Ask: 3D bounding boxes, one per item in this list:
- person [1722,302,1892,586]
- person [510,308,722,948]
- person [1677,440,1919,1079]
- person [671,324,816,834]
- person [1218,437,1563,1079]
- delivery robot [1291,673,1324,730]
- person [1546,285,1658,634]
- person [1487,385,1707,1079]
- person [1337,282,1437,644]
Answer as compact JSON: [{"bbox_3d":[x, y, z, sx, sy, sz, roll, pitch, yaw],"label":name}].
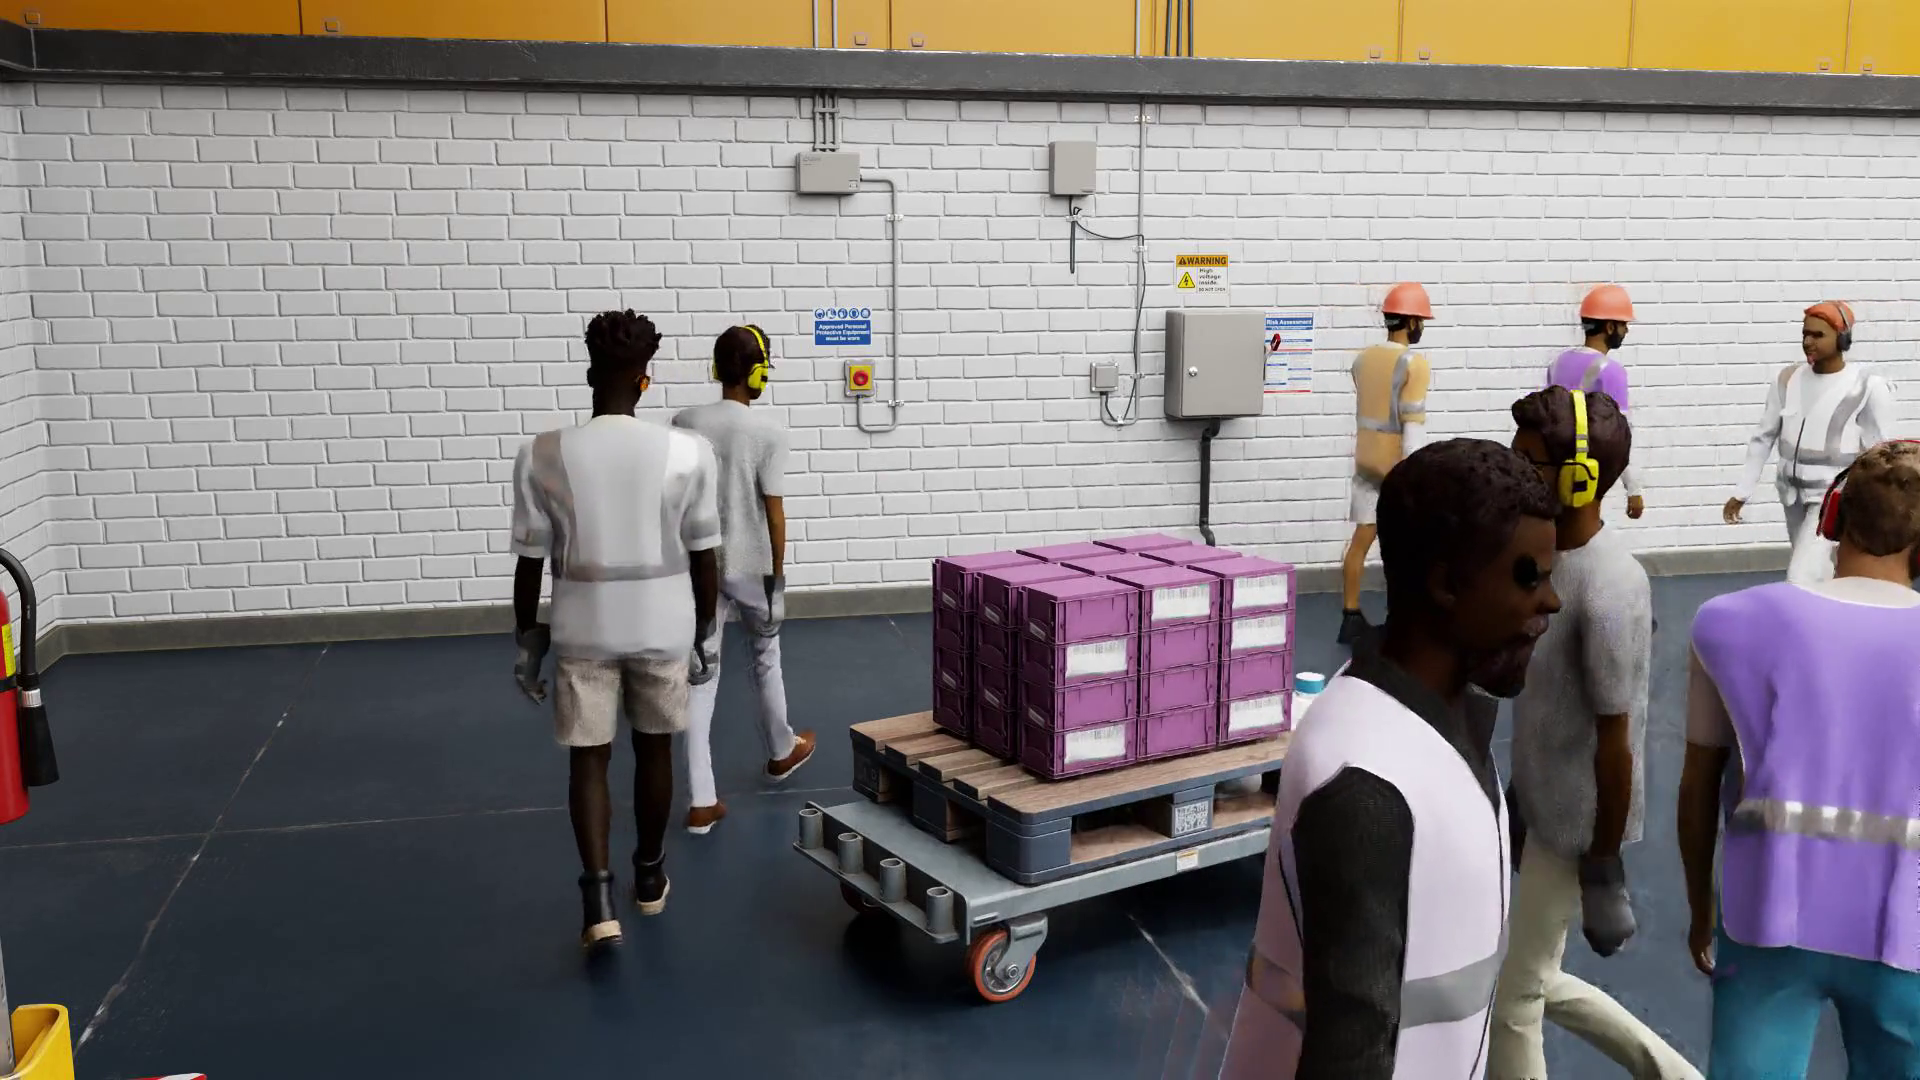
[{"bbox_3d":[3.878,-0.168,7.715,0.949,1.834,0.578,-4,11,-20],"label":"person"},{"bbox_3d":[-1.035,0.267,5.055,0.638,1.931,0.690,-2,10,-12],"label":"person"},{"bbox_3d":[1.600,0.717,3.003,0.595,1.776,0.836,5,11,24],"label":"person"},{"bbox_3d":[-0.824,0.117,6.216,0.513,1.813,0.940,3,11,14],"label":"person"},{"bbox_3d":[0.501,0.789,2.284,0.720,1.894,0.594,4,11,23],"label":"person"},{"bbox_3d":[1.268,0.727,6.059,0.707,0.478,0.477,-5,11,-24],"label":"delivery robot"},{"bbox_3d":[3.277,-0.328,8.429,0.917,1.895,0.574,-2,10,-9],"label":"person"},{"bbox_3d":[1.322,0.599,3.456,0.668,1.851,0.524,3,11,15],"label":"person"},{"bbox_3d":[2.373,-0.402,8.836,0.889,1.896,0.555,-6,12,-30],"label":"person"}]
